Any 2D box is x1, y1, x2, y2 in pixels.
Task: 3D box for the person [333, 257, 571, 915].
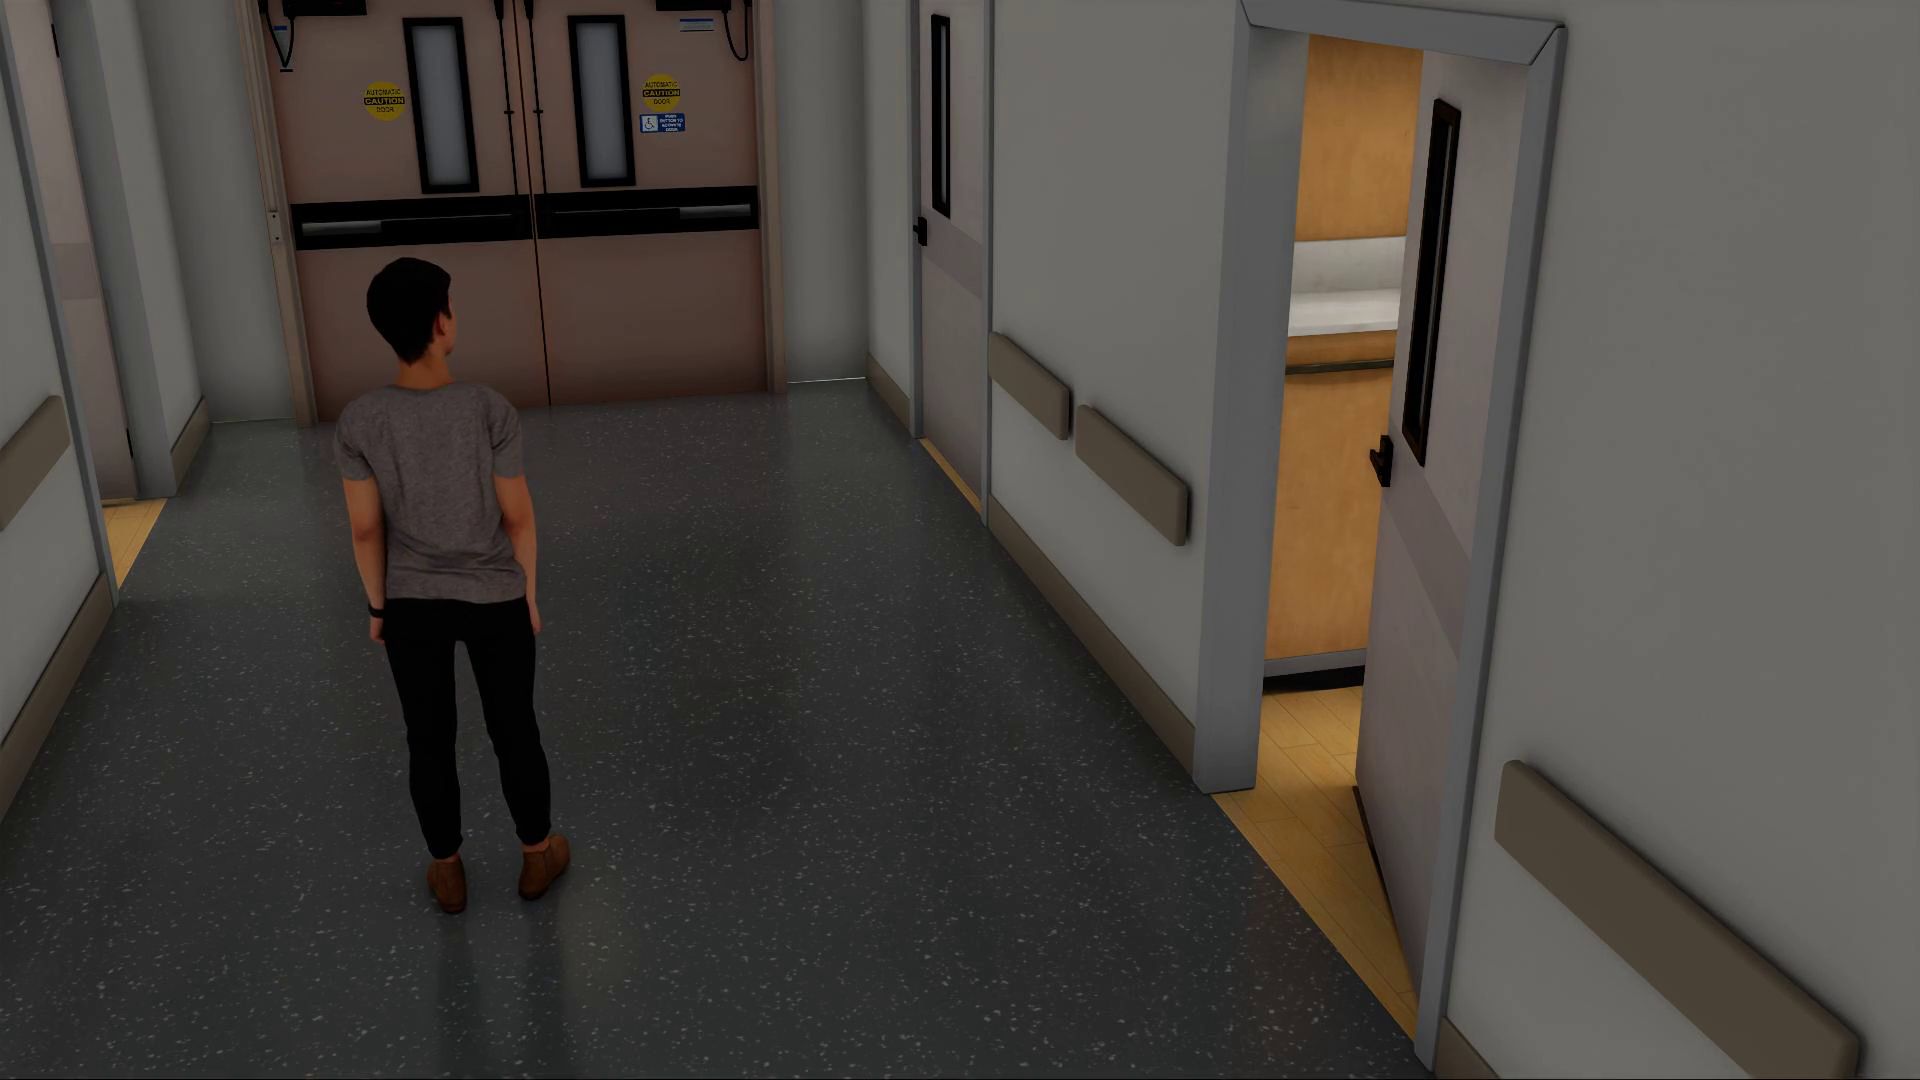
[{"bbox_3d":[-1.293,0.142,4.237,0.616,1.717,0.547,-4,21,-9],"label":"person"}]
